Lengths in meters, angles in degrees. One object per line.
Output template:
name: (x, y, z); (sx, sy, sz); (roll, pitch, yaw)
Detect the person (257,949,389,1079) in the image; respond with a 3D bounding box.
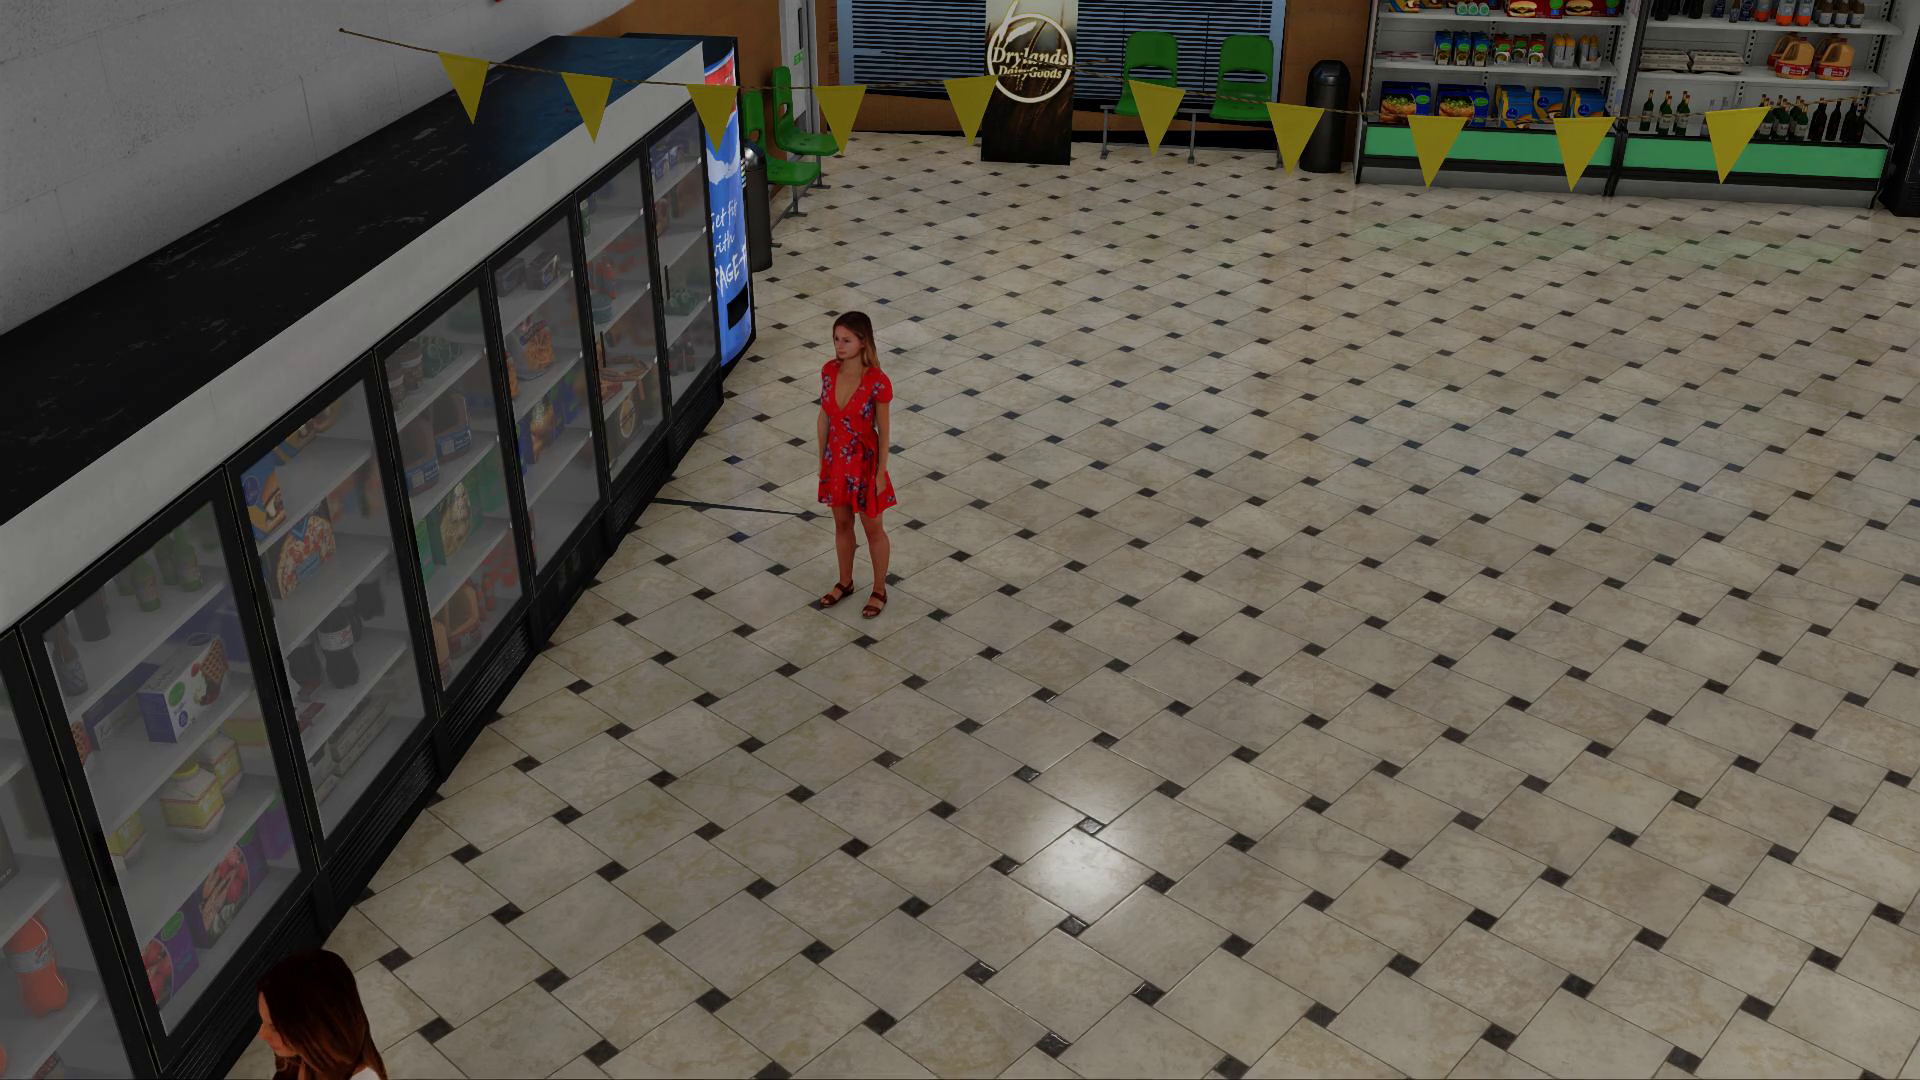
person: (-1.439, 1.710, 4.183); (0.717, 1.777, 0.661); (-19, 34, -31)

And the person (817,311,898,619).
person: (-0.506, -0.376, 8.194); (0.581, 1.593, 0.697); (15, 32, 26)
